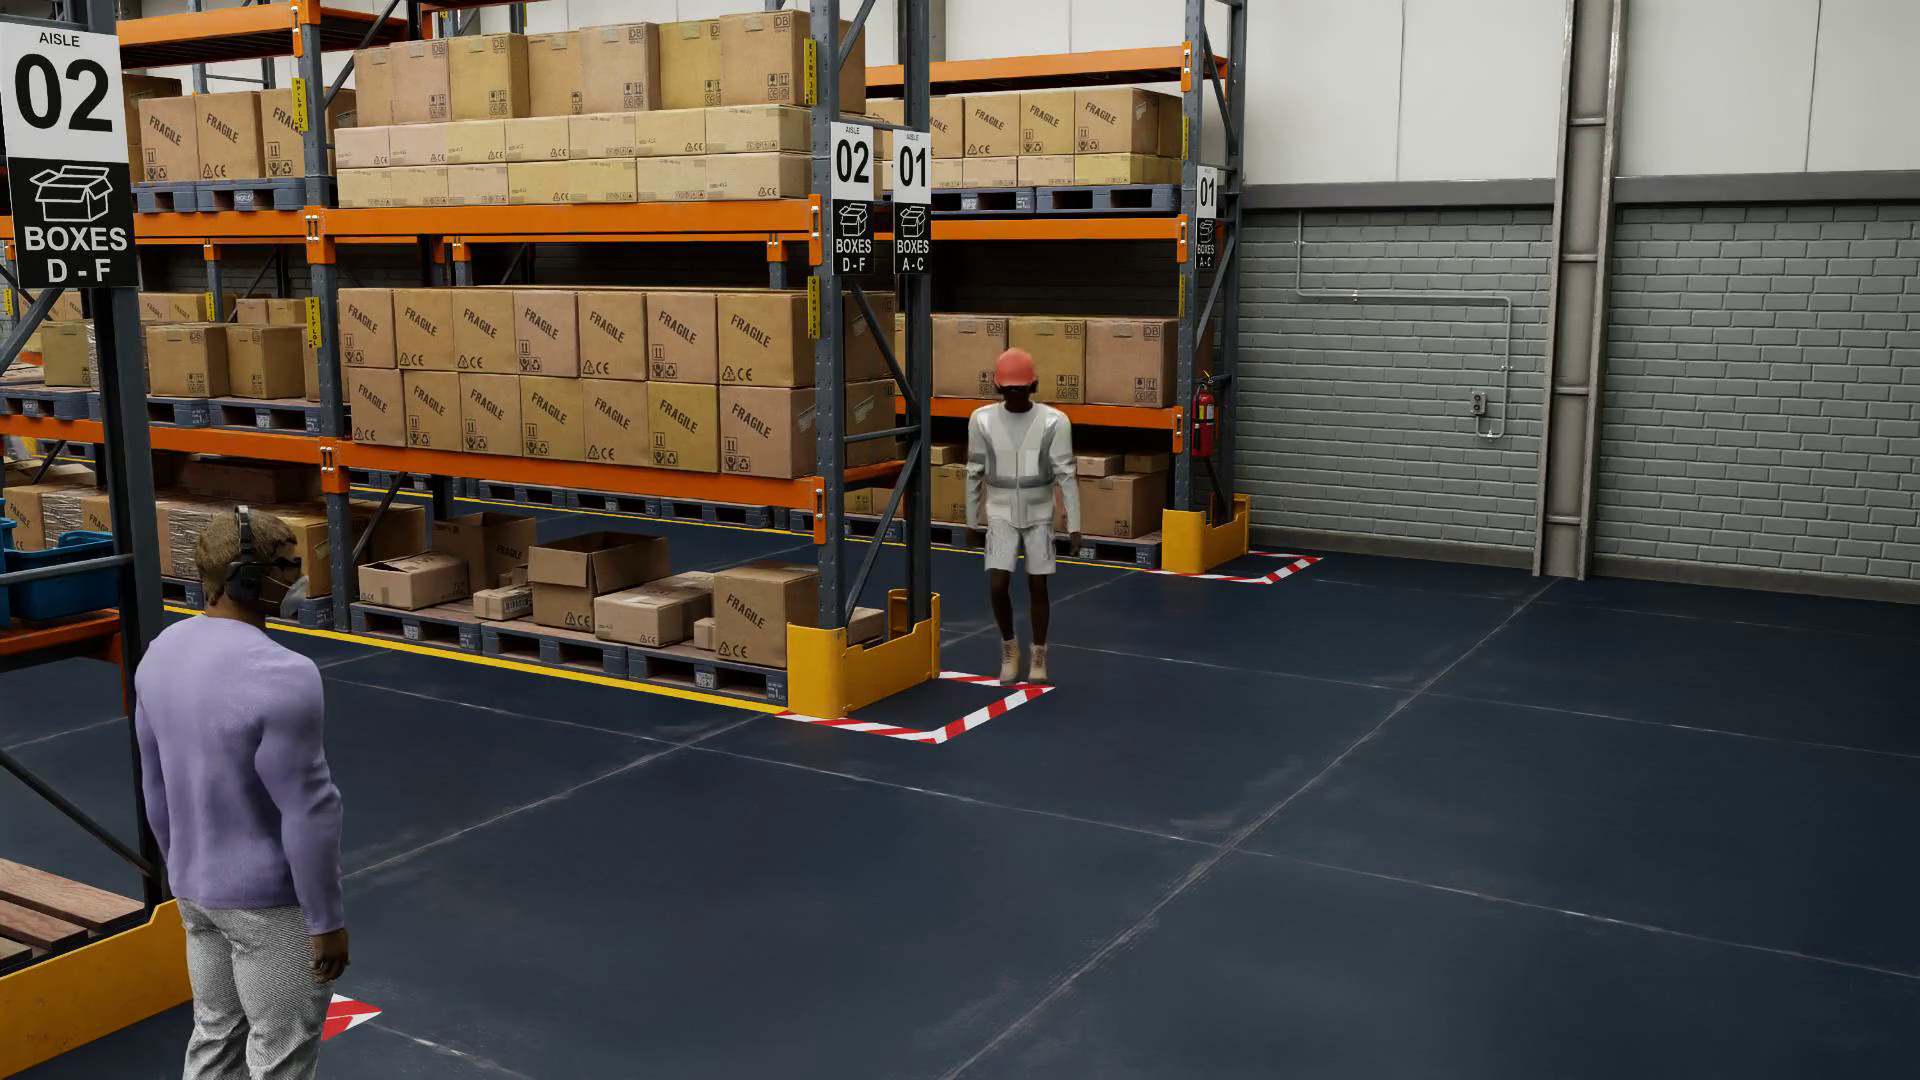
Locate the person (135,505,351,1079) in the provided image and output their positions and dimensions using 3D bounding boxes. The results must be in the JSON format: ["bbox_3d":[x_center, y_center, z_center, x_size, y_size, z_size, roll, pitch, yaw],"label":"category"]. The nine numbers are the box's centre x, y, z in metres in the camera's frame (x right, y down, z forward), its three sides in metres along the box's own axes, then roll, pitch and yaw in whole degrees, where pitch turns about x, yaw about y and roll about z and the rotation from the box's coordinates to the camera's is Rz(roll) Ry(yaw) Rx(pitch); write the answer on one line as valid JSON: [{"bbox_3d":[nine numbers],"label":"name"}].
[{"bbox_3d":[-1.744,0.878,4.105,0.634,1.936,0.351,6,11,32],"label":"person"}]

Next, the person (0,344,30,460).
[{"bbox_3d":[-10.708,-1.523,18.465,0.849,1.829,0.548,1,10,5],"label":"person"}]

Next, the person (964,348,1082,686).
[{"bbox_3d":[0.367,-0.119,9.744,0.723,2.002,0.580,1,10,7],"label":"person"}]
